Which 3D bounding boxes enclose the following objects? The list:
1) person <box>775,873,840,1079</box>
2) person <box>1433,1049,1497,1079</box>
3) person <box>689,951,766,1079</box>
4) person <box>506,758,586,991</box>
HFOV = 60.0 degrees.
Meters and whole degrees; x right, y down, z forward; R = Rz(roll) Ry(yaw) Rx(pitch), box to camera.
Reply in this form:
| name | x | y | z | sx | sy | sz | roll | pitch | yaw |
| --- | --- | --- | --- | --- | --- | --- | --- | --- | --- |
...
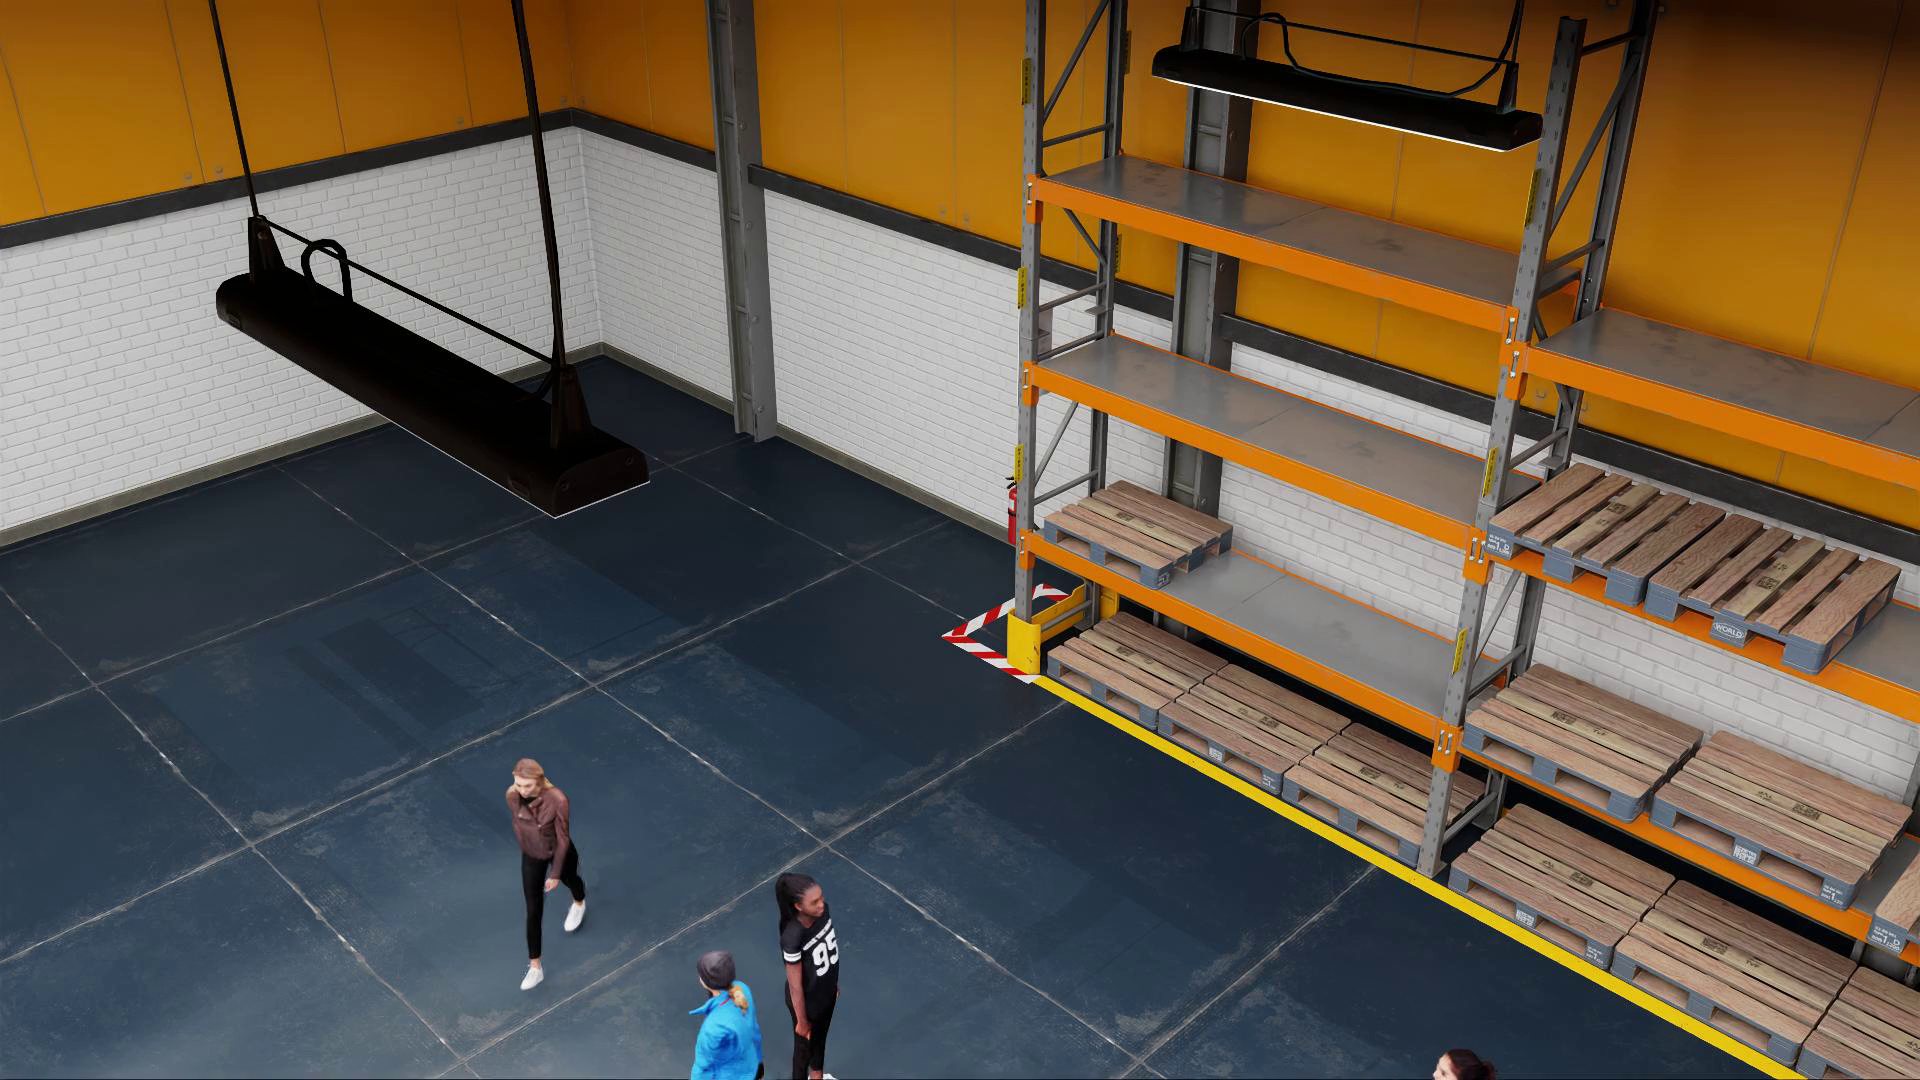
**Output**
| name | x | y | z | sx | sy | sz | roll | pitch | yaw |
| --- | --- | --- | --- | --- | --- | --- | --- | --- | --- |
| person | -0.866 | 2.657 | 9.719 | 0.710 | 1.729 | 0.698 | 11 | 30 | 18 |
| person | 2.520 | 3.276 | 8.638 | 0.781 | 1.677 | 0.714 | -1 | 29 | -2 |
| person | -1.149 | 2.990 | 9.064 | 1.163 | 1.771 | 0.938 | 9 | 30 | 16 |
| person | -2.668 | 2.043 | 10.946 | 1.148 | 1.633 | 1.123 | 4 | 29 | 8 |
